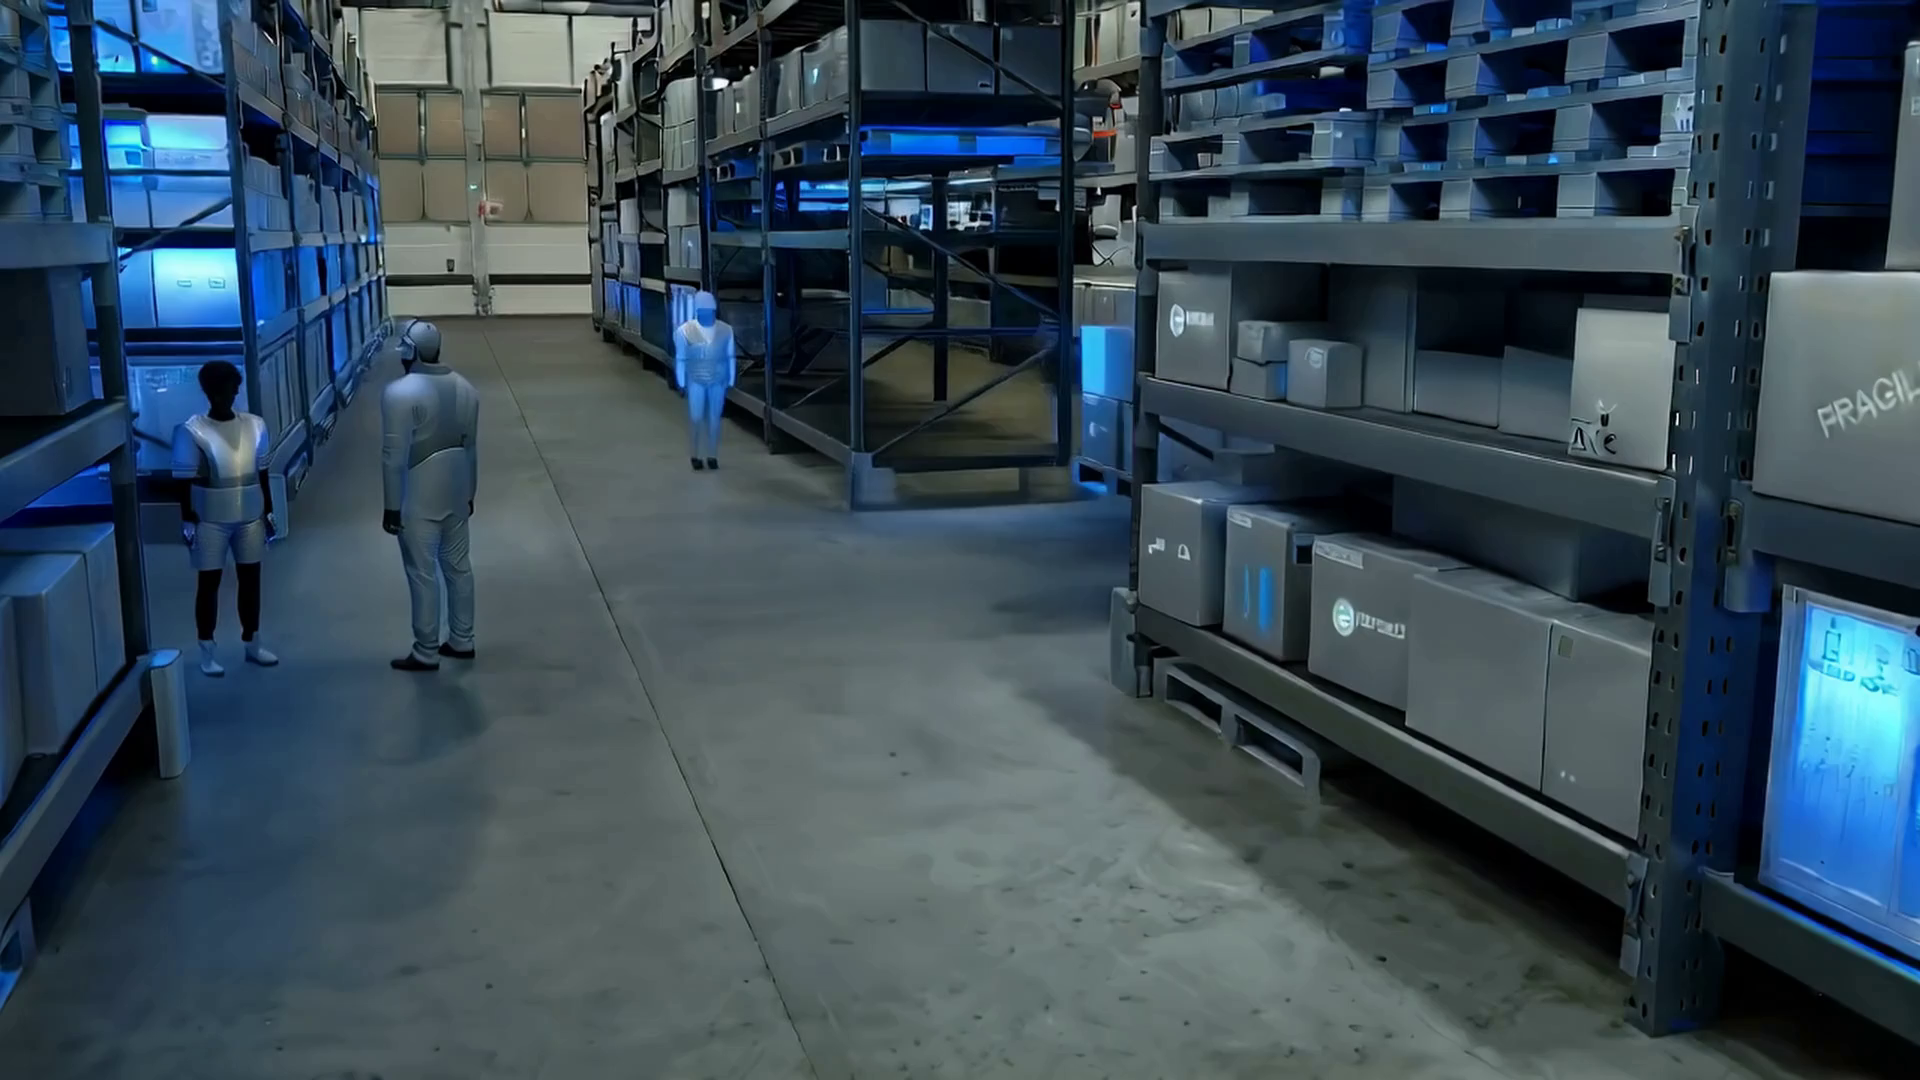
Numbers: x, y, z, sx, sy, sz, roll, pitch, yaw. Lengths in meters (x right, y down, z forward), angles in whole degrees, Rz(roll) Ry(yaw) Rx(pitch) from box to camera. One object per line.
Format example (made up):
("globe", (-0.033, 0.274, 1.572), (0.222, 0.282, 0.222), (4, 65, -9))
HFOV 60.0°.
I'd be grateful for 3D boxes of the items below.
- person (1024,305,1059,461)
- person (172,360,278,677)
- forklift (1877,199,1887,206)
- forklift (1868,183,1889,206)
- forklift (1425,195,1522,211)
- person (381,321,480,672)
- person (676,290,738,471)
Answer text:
("person", (0.903, -1.657, 17.575), (0.281, 1.633, 0.499), (-7, 13, -34))
("person", (-3.951, -0.123, 8.982), (0.317, 1.698, 0.540), (9, 14, 40))
("forklift", (11.338, -2.915, 21.052), (1.129, 2.768, 1.873), (-3, 11, -17))
("forklift", (7.772, -1.629, 13.998), (1.873, 2.768, 1.129), (-3, 11, -16))
("forklift", (4.059, -1.502, 13.305), (1.873, 2.768, 1.129), (-3, 11, -18))
("person", (-2.904, -0.240, 9.086), (0.400, 1.901, 0.643), (5, 11, 25))
("person", (-2.530, -1.595, 16.724), (0.596, 1.812, 0.545), (-4, 11, -19))
